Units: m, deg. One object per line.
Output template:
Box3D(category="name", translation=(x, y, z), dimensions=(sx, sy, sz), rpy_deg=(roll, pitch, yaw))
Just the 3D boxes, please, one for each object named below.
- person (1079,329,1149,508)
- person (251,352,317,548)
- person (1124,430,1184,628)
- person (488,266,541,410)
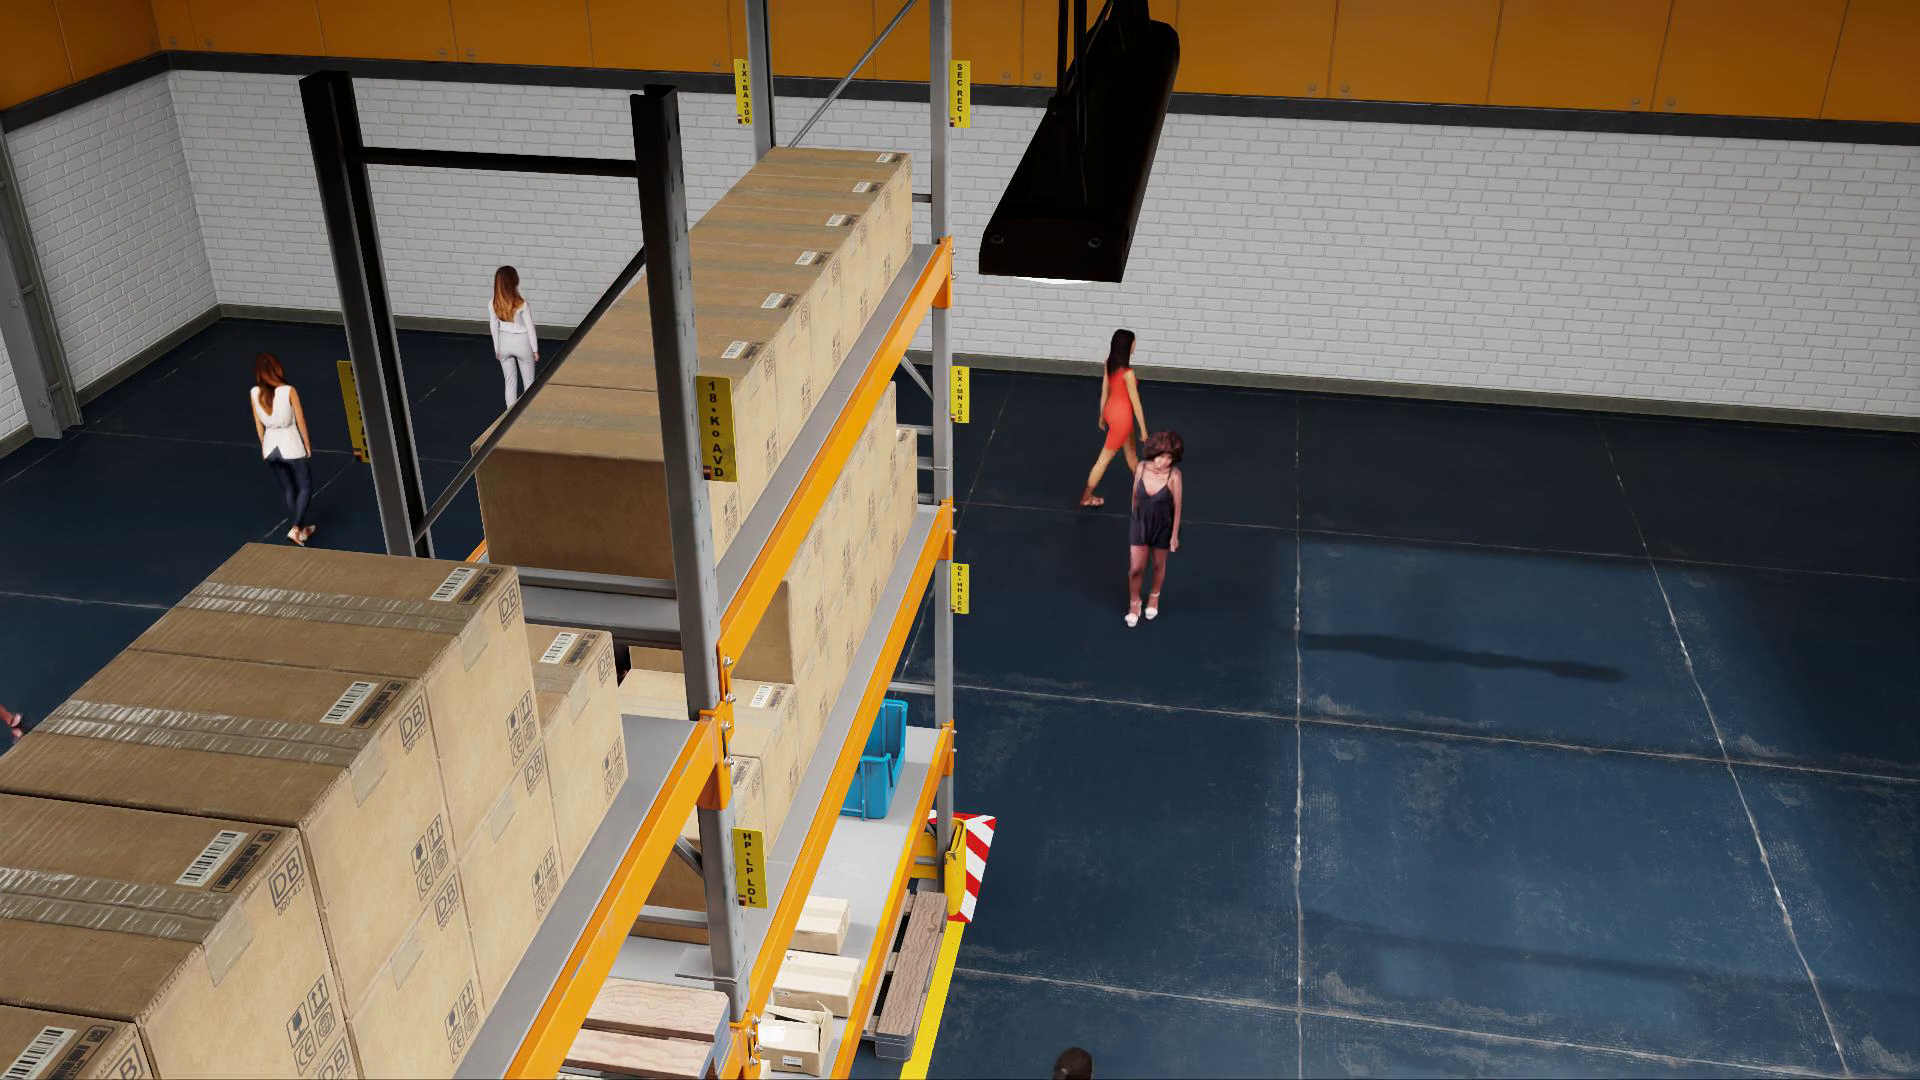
Box3D(category="person", translation=(1.345, -1.024, 14.814), dimensions=(1.105, 1.663, 1.149), rpy_deg=(-13, 31, -22))
Box3D(category="person", translation=(-5.758, -0.713, 14.128), dimensions=(0.666, 1.773, 0.900), rpy_deg=(1, 29, 1))
Box3D(category="person", translation=(1.515, -0.115, 13.057), dimensions=(0.604, 1.749, 0.747), rpy_deg=(12, 31, 22))
Box3D(category="person", translation=(-4.306, -1.805, 16.136), dimensions=(0.604, 1.767, 0.553), rpy_deg=(2, 29, 3))
